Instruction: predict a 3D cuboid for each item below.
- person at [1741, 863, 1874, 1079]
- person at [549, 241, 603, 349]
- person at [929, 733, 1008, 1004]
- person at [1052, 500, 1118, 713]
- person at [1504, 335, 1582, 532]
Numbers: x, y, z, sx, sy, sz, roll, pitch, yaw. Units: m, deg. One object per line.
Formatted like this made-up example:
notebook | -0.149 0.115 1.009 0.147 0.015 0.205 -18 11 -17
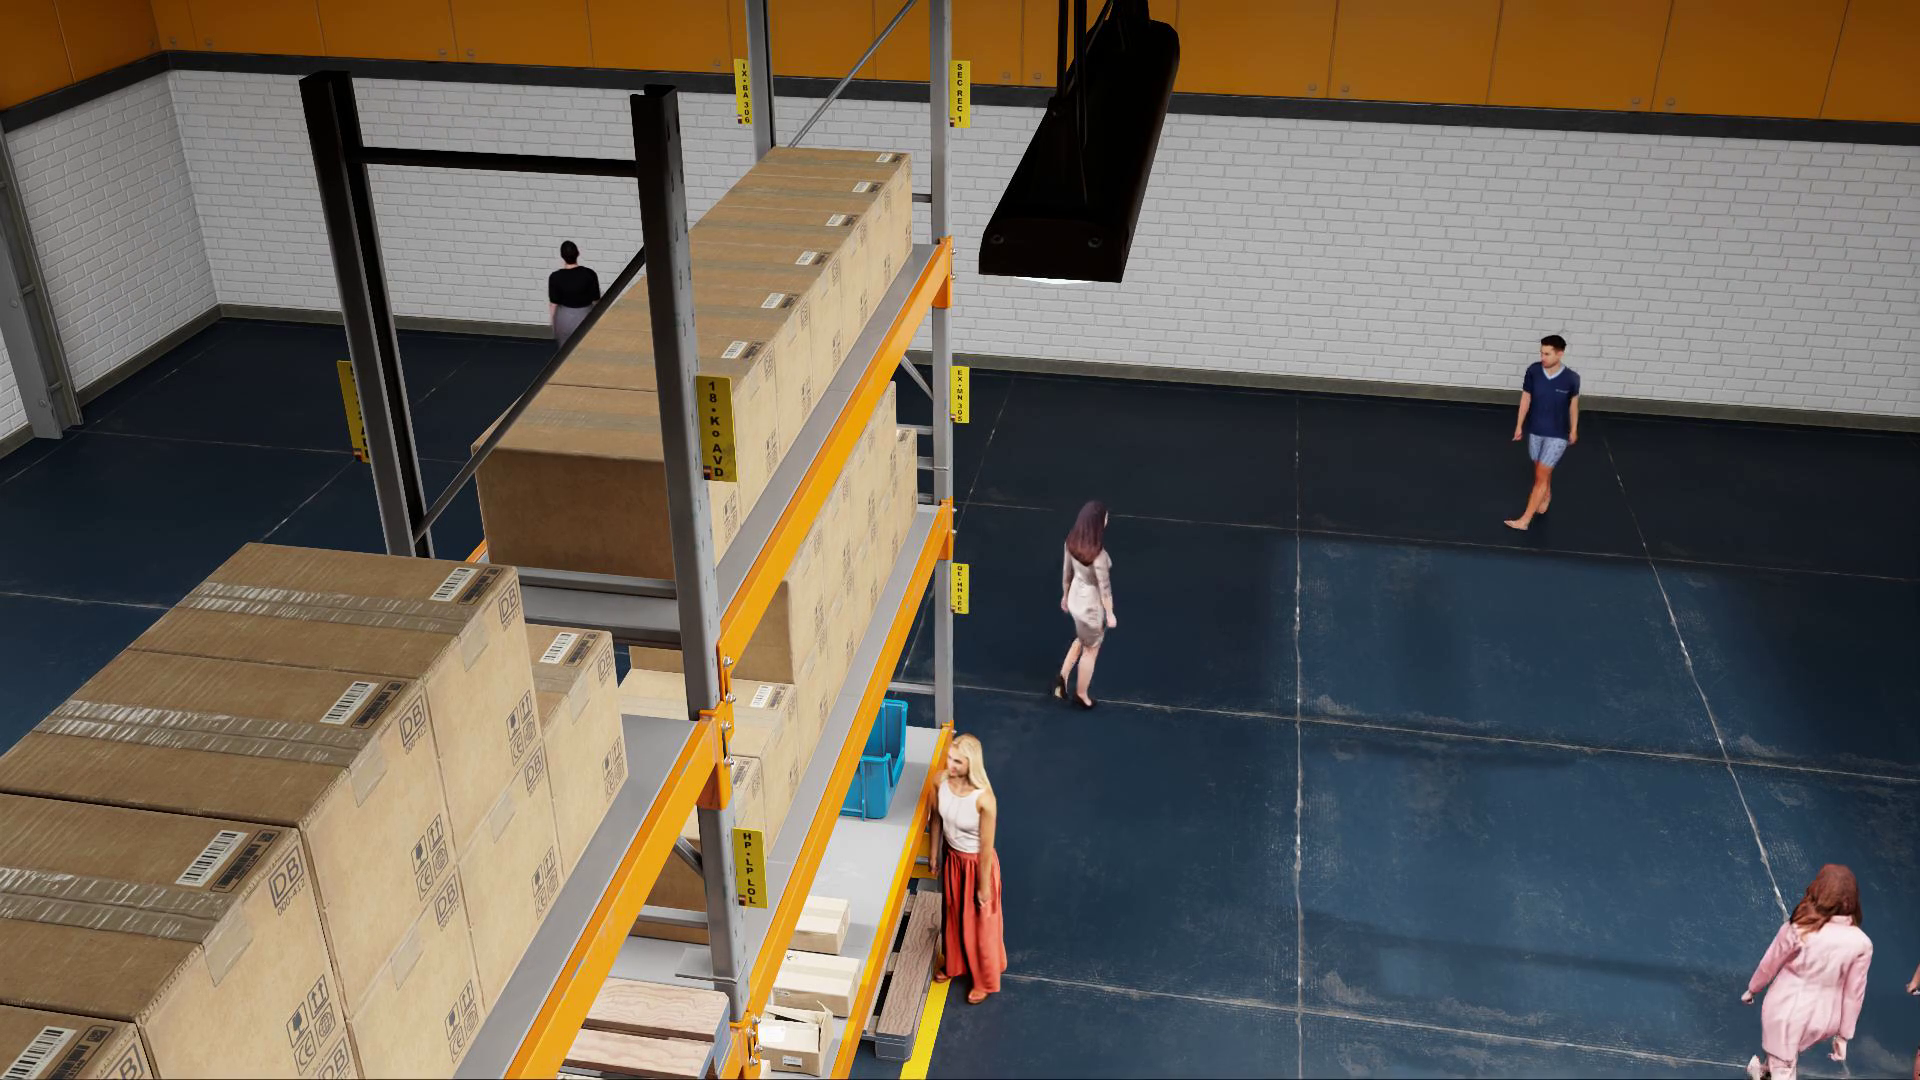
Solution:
person | 4.201 2.484 8.304 0.710 1.739 1.204 8 30 14
person | -3.850 -2.115 16.755 0.925 1.720 1.113 -7 29 -13
person | 0.052 1.841 9.419 0.726 1.800 0.759 24 36 36
person | 0.851 0.518 11.911 0.827 1.736 0.768 -15 32 -25
person | 5.214 -0.984 14.605 1.049 1.793 1.218 22 35 34
